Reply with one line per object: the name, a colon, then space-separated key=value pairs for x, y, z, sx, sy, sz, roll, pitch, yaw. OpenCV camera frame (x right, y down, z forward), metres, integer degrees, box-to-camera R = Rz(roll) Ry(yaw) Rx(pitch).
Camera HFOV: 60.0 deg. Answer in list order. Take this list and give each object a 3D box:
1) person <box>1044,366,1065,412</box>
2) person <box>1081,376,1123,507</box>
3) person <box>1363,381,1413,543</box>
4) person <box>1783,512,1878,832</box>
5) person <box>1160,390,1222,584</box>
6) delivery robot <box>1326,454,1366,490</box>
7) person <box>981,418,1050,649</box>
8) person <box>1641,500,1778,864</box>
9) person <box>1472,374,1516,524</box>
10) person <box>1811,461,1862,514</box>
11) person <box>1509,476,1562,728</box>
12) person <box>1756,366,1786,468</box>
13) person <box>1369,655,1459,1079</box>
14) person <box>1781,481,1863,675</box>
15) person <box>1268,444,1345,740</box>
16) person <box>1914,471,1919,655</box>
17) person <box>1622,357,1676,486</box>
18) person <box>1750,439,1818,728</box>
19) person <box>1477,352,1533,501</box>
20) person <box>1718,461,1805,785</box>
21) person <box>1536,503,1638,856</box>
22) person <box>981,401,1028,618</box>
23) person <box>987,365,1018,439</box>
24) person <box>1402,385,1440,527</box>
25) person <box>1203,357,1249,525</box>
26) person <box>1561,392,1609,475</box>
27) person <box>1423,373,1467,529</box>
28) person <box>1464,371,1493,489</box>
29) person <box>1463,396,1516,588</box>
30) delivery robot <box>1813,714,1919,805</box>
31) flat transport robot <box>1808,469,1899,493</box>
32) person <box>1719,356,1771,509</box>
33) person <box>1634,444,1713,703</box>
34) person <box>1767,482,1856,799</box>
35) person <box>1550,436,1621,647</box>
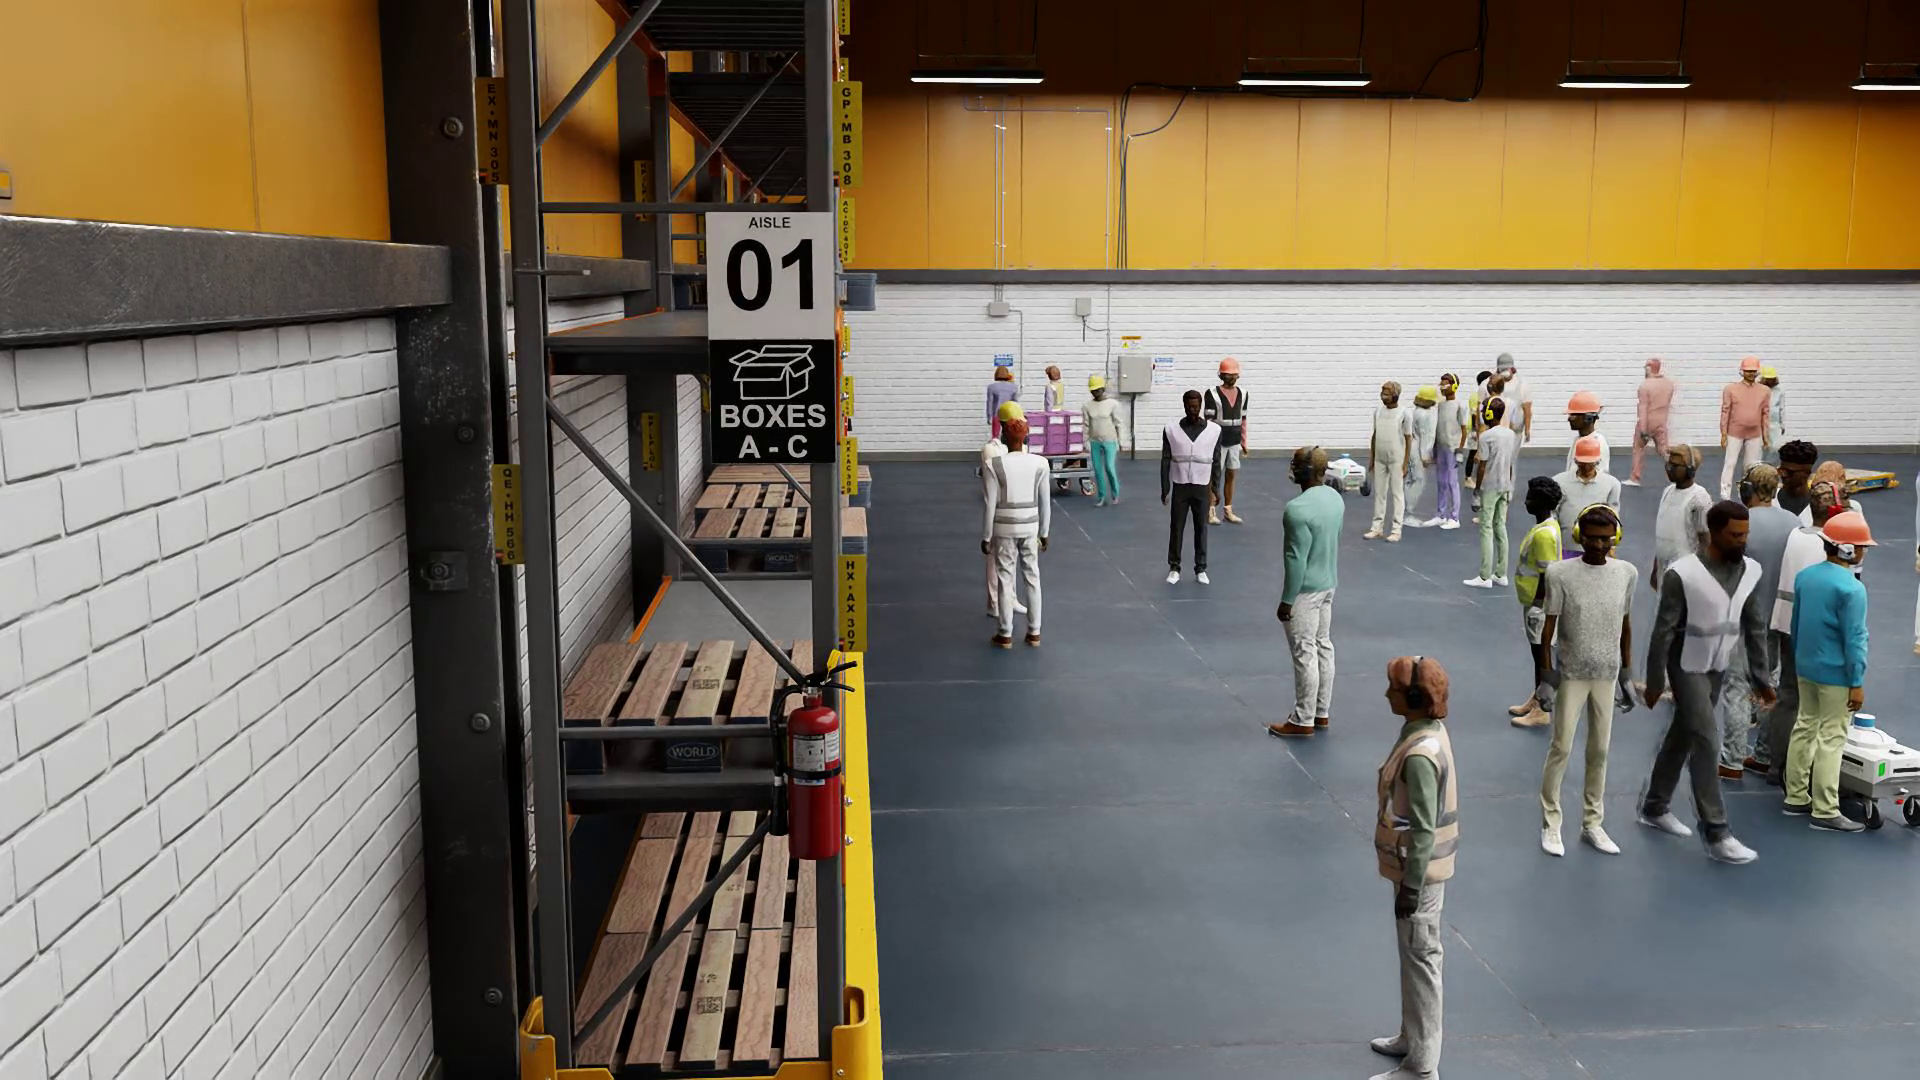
person: x=1.465 y=-1.879 z=25.782 sx=0.315 sy=1.636 sz=0.515 roll=5 pitch=10 yaw=29
person: x=1.836 y=-1.277 z=21.674 sx=0.537 sy=1.734 sz=0.456 roll=5 pitch=10 yaw=26
person: x=4.891 y=-0.892 z=18.946 sx=0.346 sy=1.841 sz=0.506 roll=-8 pitch=12 yaw=-42
person: x=4.802 y=0.712 z=9.146 sx=0.334 sy=1.749 sz=0.576 roll=-1 pitch=9 yaw=-4
person: x=2.274 y=-0.523 z=16.382 sx=0.598 sy=1.917 sz=0.378 roll=1 pitch=9 yaw=5
delivery robot: x=5.329 y=-0.943 z=22.991 sx=0.477 sy=0.478 sz=0.707 roll=-1 pitch=9 yaw=-9
person: x=0.454 y=-0.056 z=13.558 sx=0.584 sy=1.882 sz=0.337 roll=-3 pitch=9 yaw=-17
person: x=3.965 y=0.723 z=8.724 sx=0.597 sy=1.866 sz=0.945 roll=-5 pitch=10 yaw=-27
person: x=6.479 y=-1.094 z=20.197 sx=0.504 sy=1.847 sz=0.345 roll=-3 pitch=10 yaw=-20
person: x=6.566 y=0.211 z=12.666 sx=0.508 sy=1.632 sz=0.264 roll=7 pitch=11 yaw=36
person: x=3.894 y=0.419 z=11.201 sx=0.317 sy=1.686 sz=0.538 roll=3 pitch=9 yaw=17
person: x=11.658 y=-1.648 z=24.026 sx=0.519 sy=1.725 sz=0.416 roll=1 pitch=9 yaw=9
person: x=1.697 y=1.235 z=6.217 sx=0.309 sy=1.638 sz=0.522 roll=3 pitch=9 yaw=16
person: x=5.701 y=0.440 z=11.059 sx=0.530 sy=1.688 sz=0.324 roll=1 pitch=9 yaw=4
person: x=2.277 y=0.337 z=10.918 sx=0.372 sy=1.940 sz=0.632 roll=7 pitch=11 yaw=36
person: x=7.851 y=0.040 z=13.119 sx=0.430 sy=1.836 sz=0.626 roll=-5 pitch=10 yaw=-28
person: x=9.898 y=-1.659 z=23.660 sx=0.635 sy=1.877 sz=0.903 roll=-3 pitch=10 yaw=-19
person: x=5.494 y=0.308 z=11.021 sx=0.610 sy=1.963 sz=0.364 roll=8 pitch=12 yaw=40
person: x=7.290 y=-1.522 z=22.275 sx=0.701 sy=2.000 sz=0.540 roll=2 pitch=9 yaw=14
person: x=4.723 y=0.492 z=9.943 sx=0.635 sy=1.938 sz=0.361 roll=-3 pitch=10 yaw=-21
person: x=3.287 y=0.728 z=8.701 sx=0.531 sy=1.864 sz=0.316 roll=-1 pitch=9 yaw=-5
person: x=0.430 y=-0.269 z=14.764 sx=0.366 sy=1.927 sz=0.585 roll=7 pitch=11 yaw=36
person: x=0.666 y=-1.921 z=26.090 sx=0.502 sy=1.626 sz=0.284 roll=-2 pitch=9 yaw=-10
person: x=5.539 y=-1.015 z=20.082 sx=0.419 sy=1.722 sz=0.558 roll=2 pitch=9 yaw=10
person: x=3.247 y=-1.200 z=20.238 sx=0.605 sy=2.045 sz=0.386 roll=-4 pitch=10 yaw=-22
person: x=5.331 y=-0.254 z=14.308 sx=0.391 sy=2.040 sz=0.615 roll=0 pitch=9 yaw=1
person: x=5.843 y=-1.068 z=19.955 sx=0.319 sy=1.870 sz=0.532 roll=-4 pitch=10 yaw=-23
person: x=7.384 y=-1.558 z=23.602 sx=0.535 sy=1.688 sz=0.322 roll=-8 pitch=12 yaw=-41
person: x=5.177 y=-0.462 z=16.187 sx=0.509 sy=1.863 sz=0.326 roll=-6 pitch=11 yaw=-35
delivery robot: x=5.084 y=1.226 z=9.378 sx=0.477 sy=0.478 sz=0.707 roll=-2 pitch=9 yaw=-11
flat transport robot: x=12.651 y=-0.849 z=23.587 sx=1.431 sy=0.197 sz=0.652 roll=-7 pitch=11 yaw=-36
person: x=10.139 y=-1.375 z=21.491 sx=0.611 sy=1.996 sz=0.379 roll=1 pitch=9 yaw=6
person: x=5.107 y=0.234 z=11.858 sx=0.341 sy=1.846 sz=0.511 roll=-2 pitch=9 yaw=-12
person: x=4.960 y=0.576 z=9.708 sx=0.389 sy=1.845 sz=0.564 roll=-1 pitch=9 yaw=-9
person: x=5.051 y=0.019 z=13.521 sx=0.560 sy=1.743 sz=0.334 roll=3 pitch=10 yaw=21
